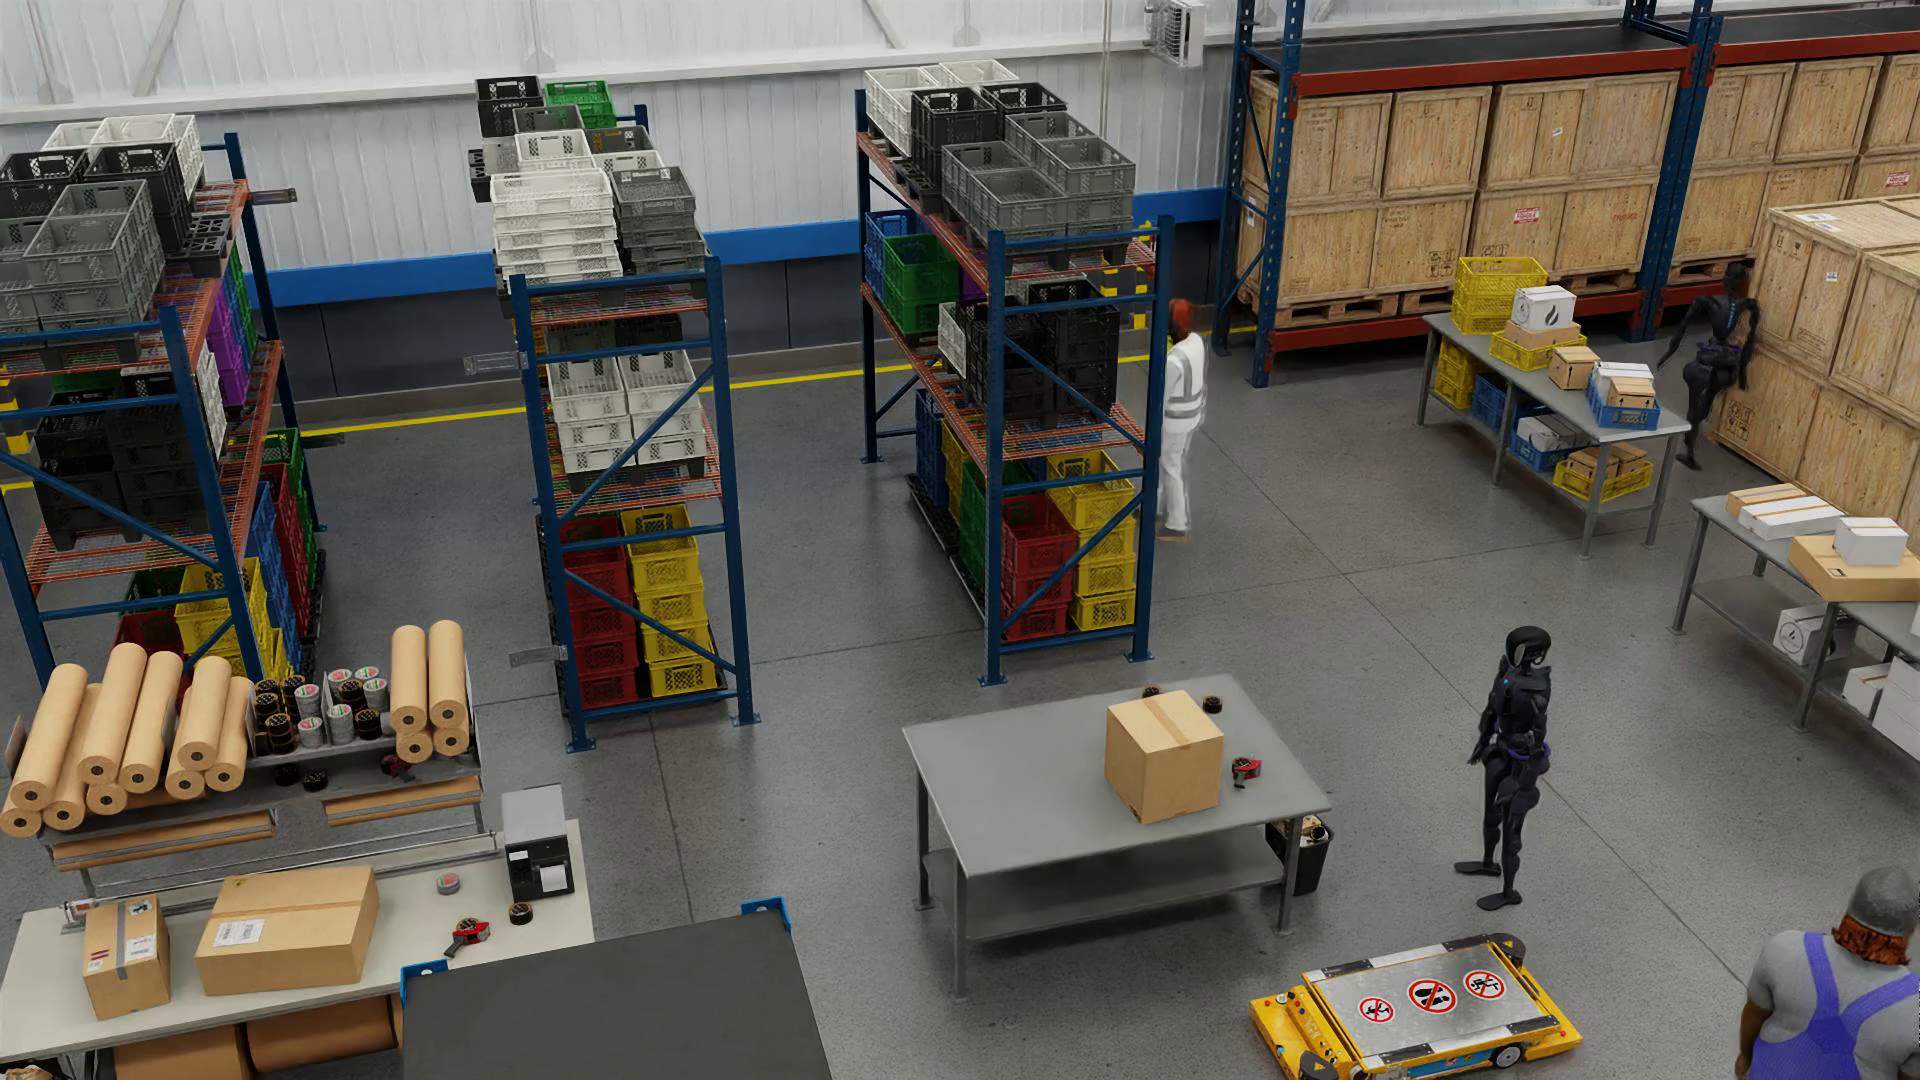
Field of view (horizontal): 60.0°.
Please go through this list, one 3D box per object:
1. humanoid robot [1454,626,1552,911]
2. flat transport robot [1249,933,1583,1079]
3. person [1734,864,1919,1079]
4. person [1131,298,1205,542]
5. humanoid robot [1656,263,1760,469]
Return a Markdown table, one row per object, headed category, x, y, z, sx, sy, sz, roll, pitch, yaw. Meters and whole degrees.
| category | x | y | z | sx | sy | sz | roll | pitch | yaw |
| --- | --- | --- | --- | --- | --- | --- | --- | --- | --- |
| humanoid robot | 2.832 | 1.162 | 8.569 | 0.324 | 1.657 | 0.598 | -3 | 29 | -5 |
| flat transport robot | 2.184 | 2.282 | 7.980 | 1.431 | 0.197 | 0.652 | -8 | 30 | -14 |
| person | 3.403 | 2.092 | 6.517 | 0.681 | 2.000 | 0.536 | 24 | 37 | 37 |
| person | 1.458 | -0.874 | 12.085 | 0.613 | 1.865 | 0.617 | 12 | 31 | 21 |
| humanoid robot | 5.981 | -1.433 | 13.331 | 0.616 | 1.623 | 0.702 | 0 | 29 | 1 |
